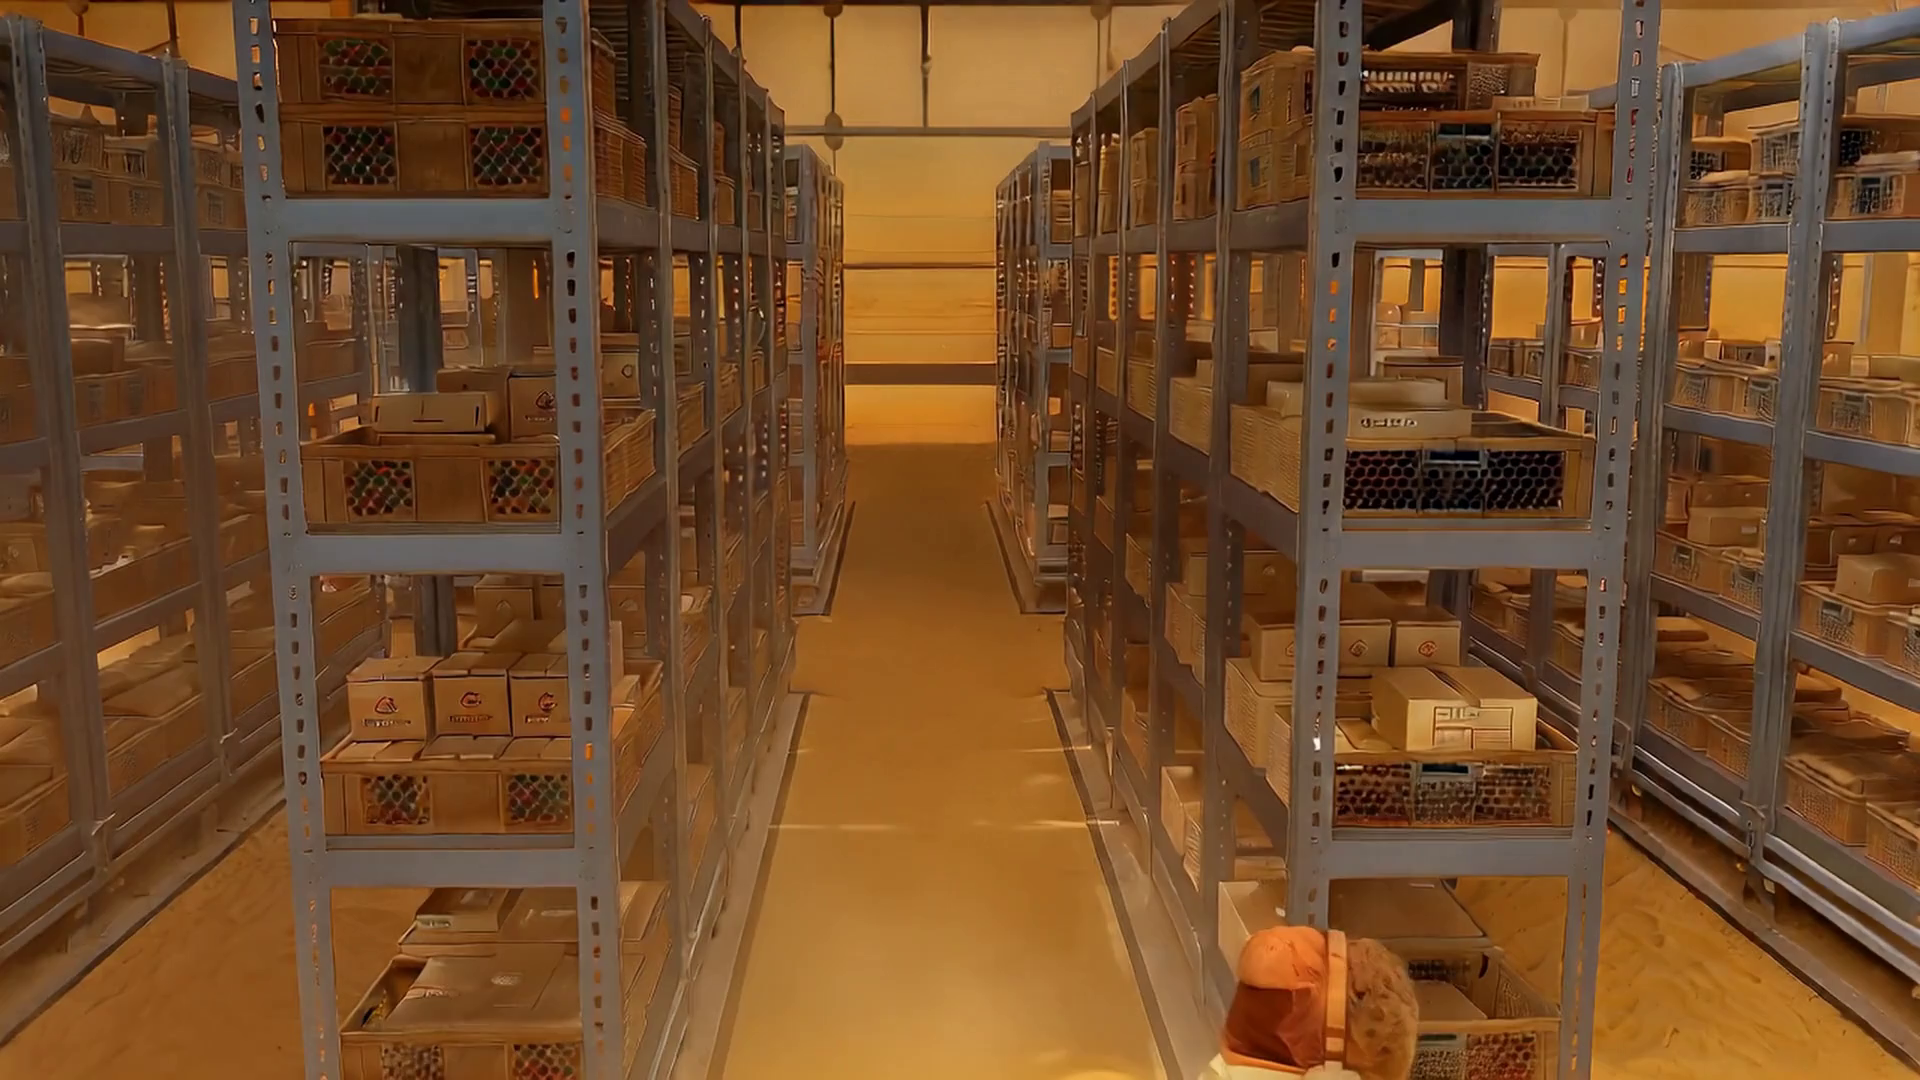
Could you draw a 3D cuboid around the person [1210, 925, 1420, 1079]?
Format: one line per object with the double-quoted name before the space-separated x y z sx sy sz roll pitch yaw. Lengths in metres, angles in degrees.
"person" 0.431 1.403 2.095 0.400 1.910 0.643 1 9 6
